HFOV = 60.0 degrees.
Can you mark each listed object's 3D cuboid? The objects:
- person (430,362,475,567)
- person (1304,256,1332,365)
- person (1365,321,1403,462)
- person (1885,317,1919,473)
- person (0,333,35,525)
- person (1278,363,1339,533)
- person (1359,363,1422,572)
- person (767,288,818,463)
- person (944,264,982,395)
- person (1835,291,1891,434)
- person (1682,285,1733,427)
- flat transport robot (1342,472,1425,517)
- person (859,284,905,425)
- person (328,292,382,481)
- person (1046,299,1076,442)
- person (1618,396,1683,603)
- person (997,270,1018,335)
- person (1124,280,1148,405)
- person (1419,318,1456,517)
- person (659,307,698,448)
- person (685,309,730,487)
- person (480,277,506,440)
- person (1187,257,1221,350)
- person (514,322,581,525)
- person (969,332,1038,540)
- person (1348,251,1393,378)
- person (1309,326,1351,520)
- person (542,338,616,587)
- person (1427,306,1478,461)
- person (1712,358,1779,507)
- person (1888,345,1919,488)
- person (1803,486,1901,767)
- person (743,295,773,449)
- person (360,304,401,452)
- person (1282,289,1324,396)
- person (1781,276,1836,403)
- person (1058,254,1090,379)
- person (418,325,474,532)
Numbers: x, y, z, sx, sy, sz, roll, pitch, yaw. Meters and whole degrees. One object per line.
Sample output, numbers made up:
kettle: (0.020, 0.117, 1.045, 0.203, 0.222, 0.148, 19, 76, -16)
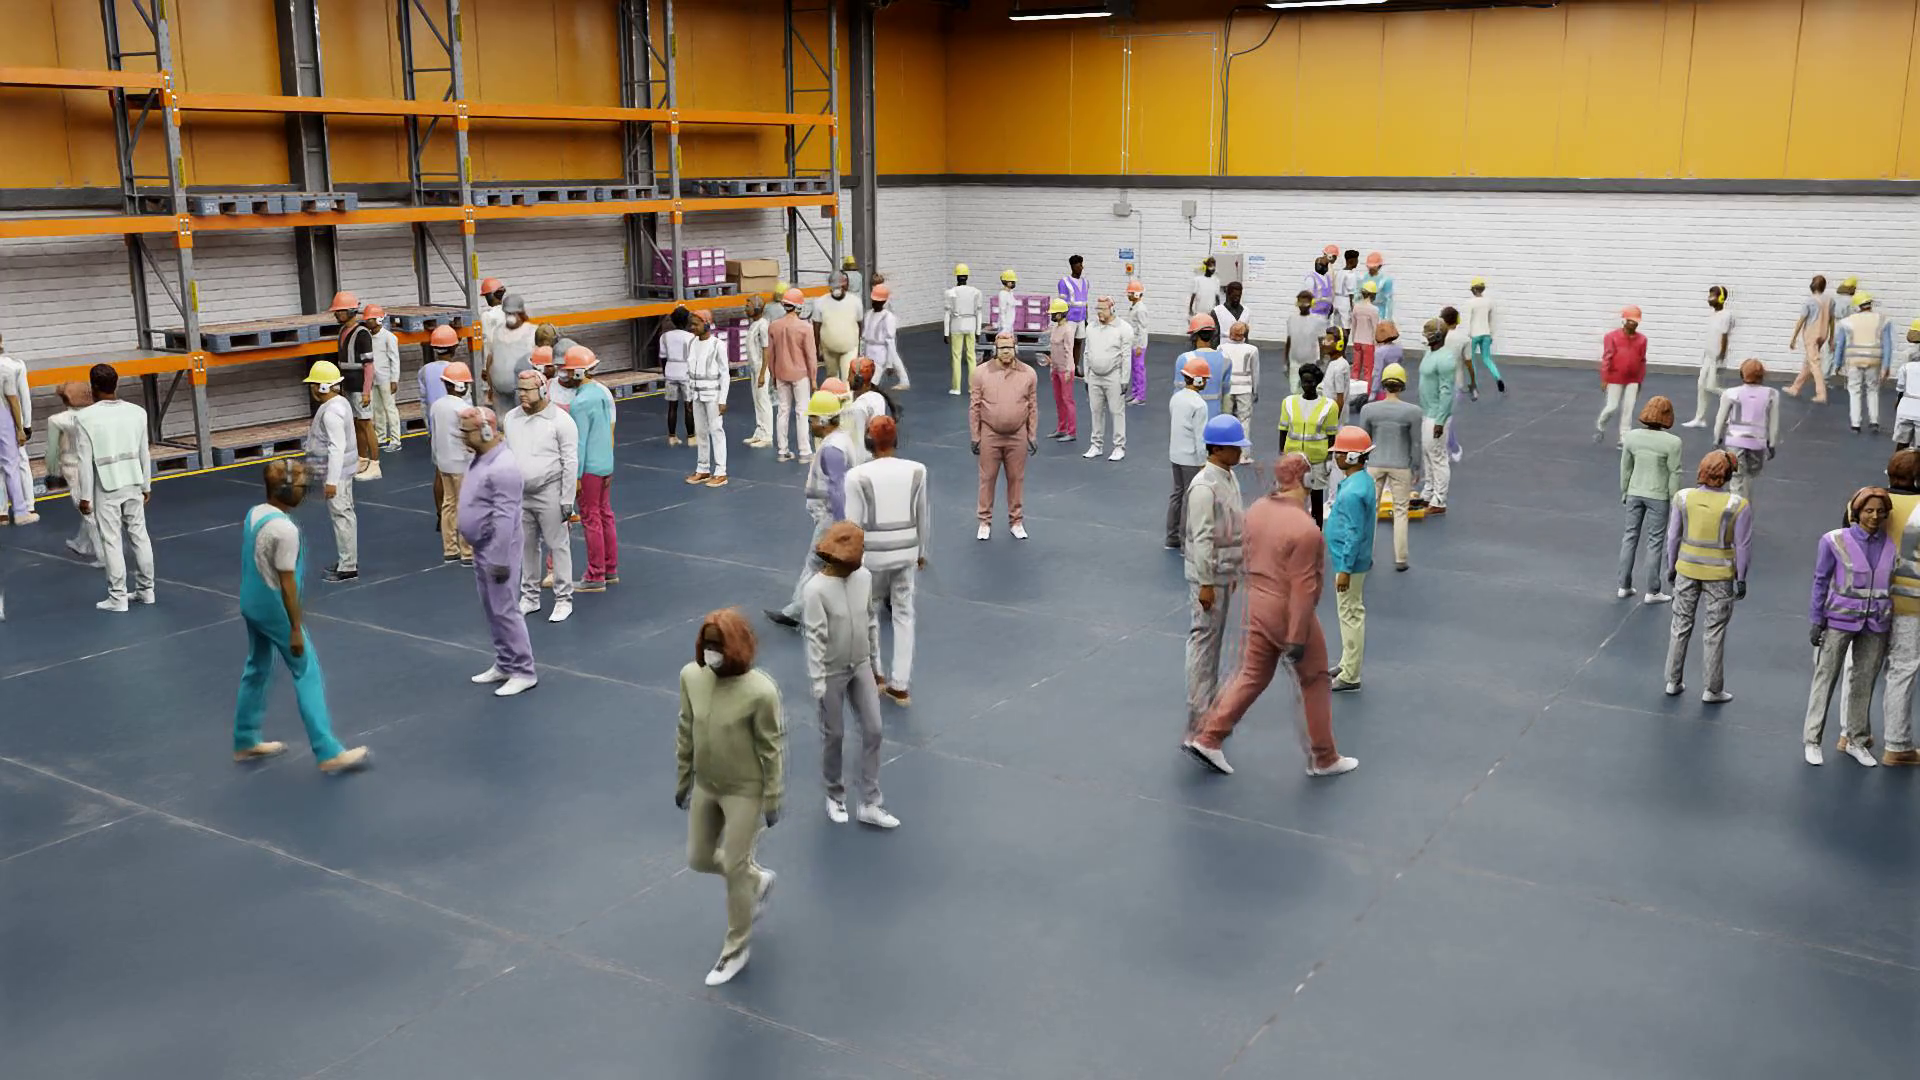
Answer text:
person: (-4.281, -0.652, 14.269, 0.564, 1.747, 0.349, 12, 17, 41)
person: (5.997, -3.817, 27.827, 0.628, 1.836, 0.430, -13, 18, -43)
person: (4.854, -1.686, 19.012, 0.499, 1.632, 0.281, -12, 17, -42)
person: (10.482, -1.574, 18.289, 0.493, 1.741, 0.311, -5, 14, -21)
person: (-9.152, -1.087, 15.864, 0.356, 1.884, 0.574, 9, 16, 35)
person: (3.053, -0.716, 14.668, 0.534, 1.697, 0.318, 6, 14, 23)
person: (3.632, -0.615, 14.105, 0.537, 1.761, 0.342, 5, 14, 22)
person: (-1.900, -1.878, 19.049, 0.622, 1.993, 0.384, 6, 14, 25)
person: (0.032, -3.099, 24.527, 0.587, 1.920, 0.398, -4, 14, -18)
person: (11.451, -2.254, 21.137, 0.619, 1.786, 0.526, 6, 14, 25)
person: (9.764, -2.353, 21.429, 0.609, 1.852, 0.546, -1, 13, -5)
flat transport robot: (4.174, -0.463, 16.690, 0.652, 0.197, 1.431, 0, 13, 2)
person: (-1.045, -2.316, 21.179, 0.775, 1.893, 0.574, -9, 16, -33)
person: (-6.560, -1.657, 17.989, 0.393, 2.041, 0.614, -12, 17, -41)
person: (1.235, -2.094, 20.518, 0.349, 1.759, 0.521, -5, 14, -21)
person: (5.429, -0.321, 13.091, 0.280, 1.633, 0.500, -10, 16, -37)
person: (0.736, -3.257, 25.537, 0.326, 1.767, 0.533, 3, 13, 15)
person: (2.474, -2.785, 23.515, 0.341, 1.752, 0.563, -1, 13, -6)
person: (4.619, -1.193, 16.206, 0.372, 1.939, 0.629, 0, 13, 1)
person: (-3.355, -1.958, 20.048, 0.540, 1.697, 0.317, 5, 14, 21)
person: (-2.699, -1.509, 17.700, 0.584, 1.879, 0.337, 10, 16, 38)
person: (-5.588, -2.153, 20.154, 0.382, 2.038, 0.606, 6, 14, 23)
person: (4.005, -3.692, 27.213, 0.581, 1.858, 0.486, -5, 14, -19)
person: (-3.883, -1.086, 15.742, 0.634, 1.936, 0.359, 4, 13, 15)
person: (0.404, -0.948, 15.208, 0.639, 1.910, 0.406, -2, 13, -7)
person: (6.438, -3.521, 26.142, 0.677, 2.006, 0.639, -11, 17, -38)
person: (3.588, -1.129, 16.066, 0.326, 1.877, 0.518, 2, 13, 9)
person: (-3.145, -0.615, 13.474, 0.683, 2.000, 0.538, 0, 13, 2)
person: (5.554, -1.726, 18.833, 0.573, 1.815, 0.959, 10, 16, 38)
person: (7.323, -0.895, 15.593, 0.540, 1.614, 0.674, 2, 13, 8)
person: (9.817, -1.253, 17.017, 0.320, 1.686, 0.541, -7, 15, -27)
person: (5.131, 0.496, 9.535, 0.523, 1.639, 0.306, 1, 13, 3)
person: (-2.430, -2.026, 20.020, 0.345, 1.847, 0.504, -5, 14, -21)
person: (-6.913, -1.926, 19.789, 0.575, 1.749, 0.334, 8, 15, 31)
person: (4.354, -2.262, 21.058, 0.526, 1.843, 0.655, 6, 14, 24)
person: (12.250, -2.887, 23.889, 0.521, 1.800, 0.936, -3, 13, -14)
person: (1.802, -3.491, 26.123, 0.602, 1.961, 0.368, -11, 17, -39)
person: (-4.735, -1.027, 15.474, 0.552, 1.942, 0.343, 5, 14, 22)
